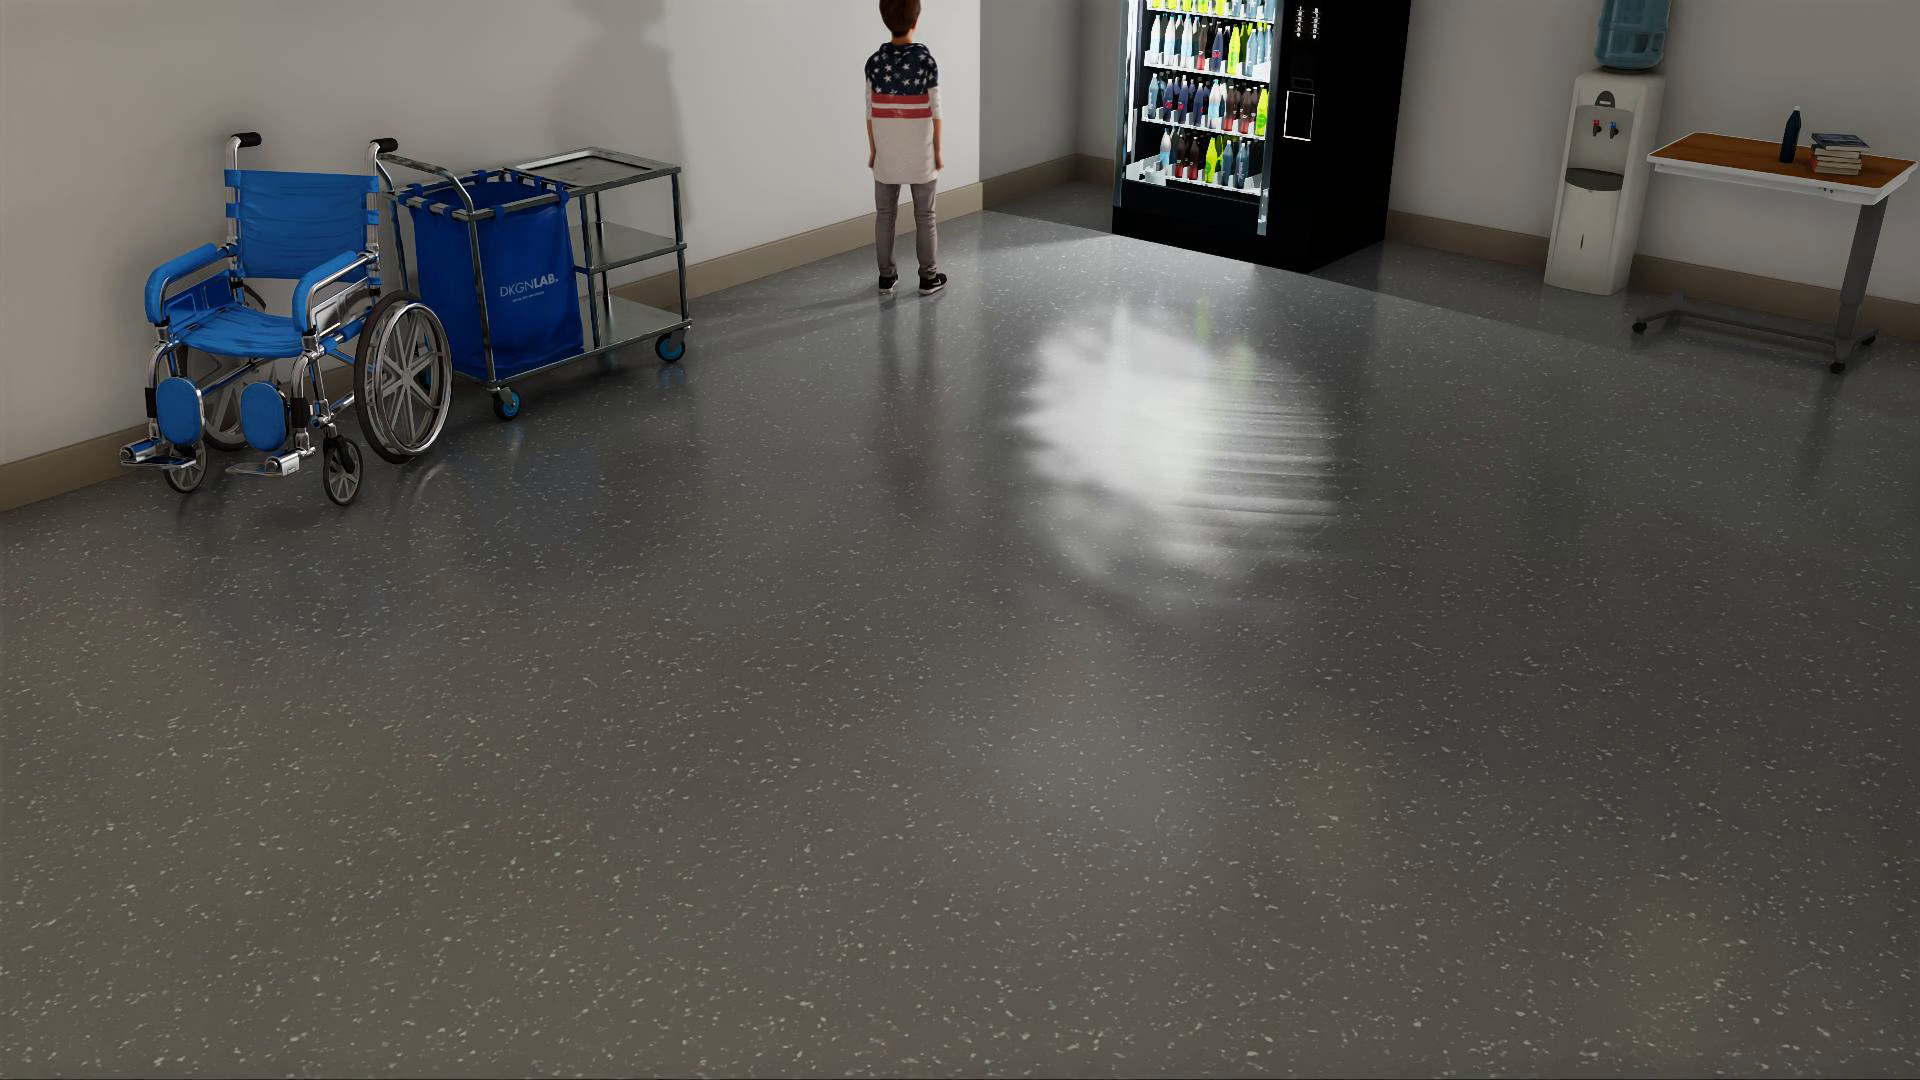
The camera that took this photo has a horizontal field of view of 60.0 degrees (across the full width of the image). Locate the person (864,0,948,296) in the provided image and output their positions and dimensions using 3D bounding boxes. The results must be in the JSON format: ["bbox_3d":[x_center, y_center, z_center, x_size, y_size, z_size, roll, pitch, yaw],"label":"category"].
[{"bbox_3d":[-0.263,-1.891,7.924,0.556,1.438,0.654,5,26,10],"label":"person"}]
